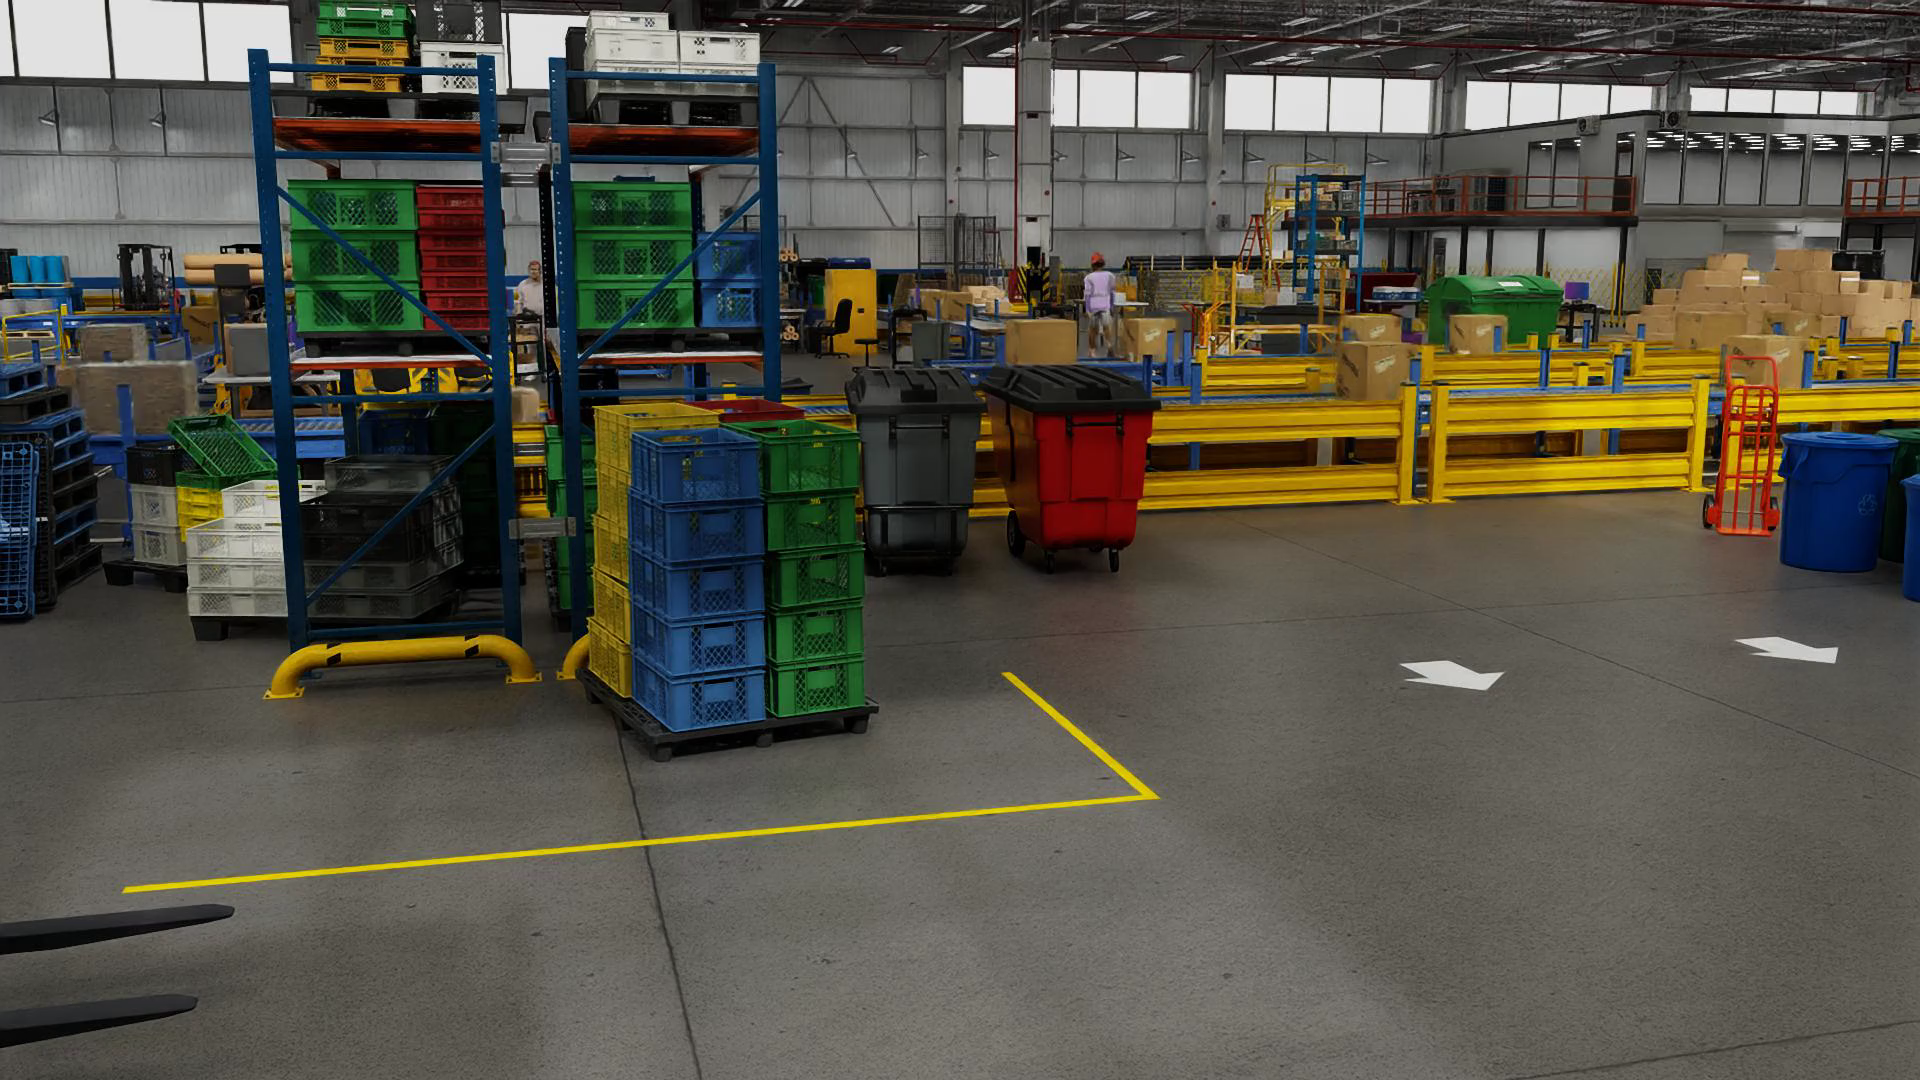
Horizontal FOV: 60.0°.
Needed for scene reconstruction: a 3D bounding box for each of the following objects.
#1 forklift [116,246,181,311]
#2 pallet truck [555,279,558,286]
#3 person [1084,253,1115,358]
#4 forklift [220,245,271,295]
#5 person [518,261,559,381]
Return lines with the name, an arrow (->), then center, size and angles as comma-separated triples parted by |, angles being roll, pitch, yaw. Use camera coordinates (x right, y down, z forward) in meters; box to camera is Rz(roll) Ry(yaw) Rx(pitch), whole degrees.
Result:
forklift -> -19.966, -6.232, 40.894 | 1.157, 1.987, 2.680 | -3, 10, -15
pallet truck -> -10.604, -6.375, 44.520 | 0.653, 1.274, 1.630 | -3, 10, -15
person -> 2.637, -4.377, 31.217 | 0.618, 2.015, 0.907 | -2, 10, -10
forklift -> -17.749, -6.334, 41.440 | 1.157, 1.987, 2.680 | -3, 10, -17
person -> -6.662, -3.456, 26.295 | 0.666, 1.903, 0.401 | 1, 10, 4
